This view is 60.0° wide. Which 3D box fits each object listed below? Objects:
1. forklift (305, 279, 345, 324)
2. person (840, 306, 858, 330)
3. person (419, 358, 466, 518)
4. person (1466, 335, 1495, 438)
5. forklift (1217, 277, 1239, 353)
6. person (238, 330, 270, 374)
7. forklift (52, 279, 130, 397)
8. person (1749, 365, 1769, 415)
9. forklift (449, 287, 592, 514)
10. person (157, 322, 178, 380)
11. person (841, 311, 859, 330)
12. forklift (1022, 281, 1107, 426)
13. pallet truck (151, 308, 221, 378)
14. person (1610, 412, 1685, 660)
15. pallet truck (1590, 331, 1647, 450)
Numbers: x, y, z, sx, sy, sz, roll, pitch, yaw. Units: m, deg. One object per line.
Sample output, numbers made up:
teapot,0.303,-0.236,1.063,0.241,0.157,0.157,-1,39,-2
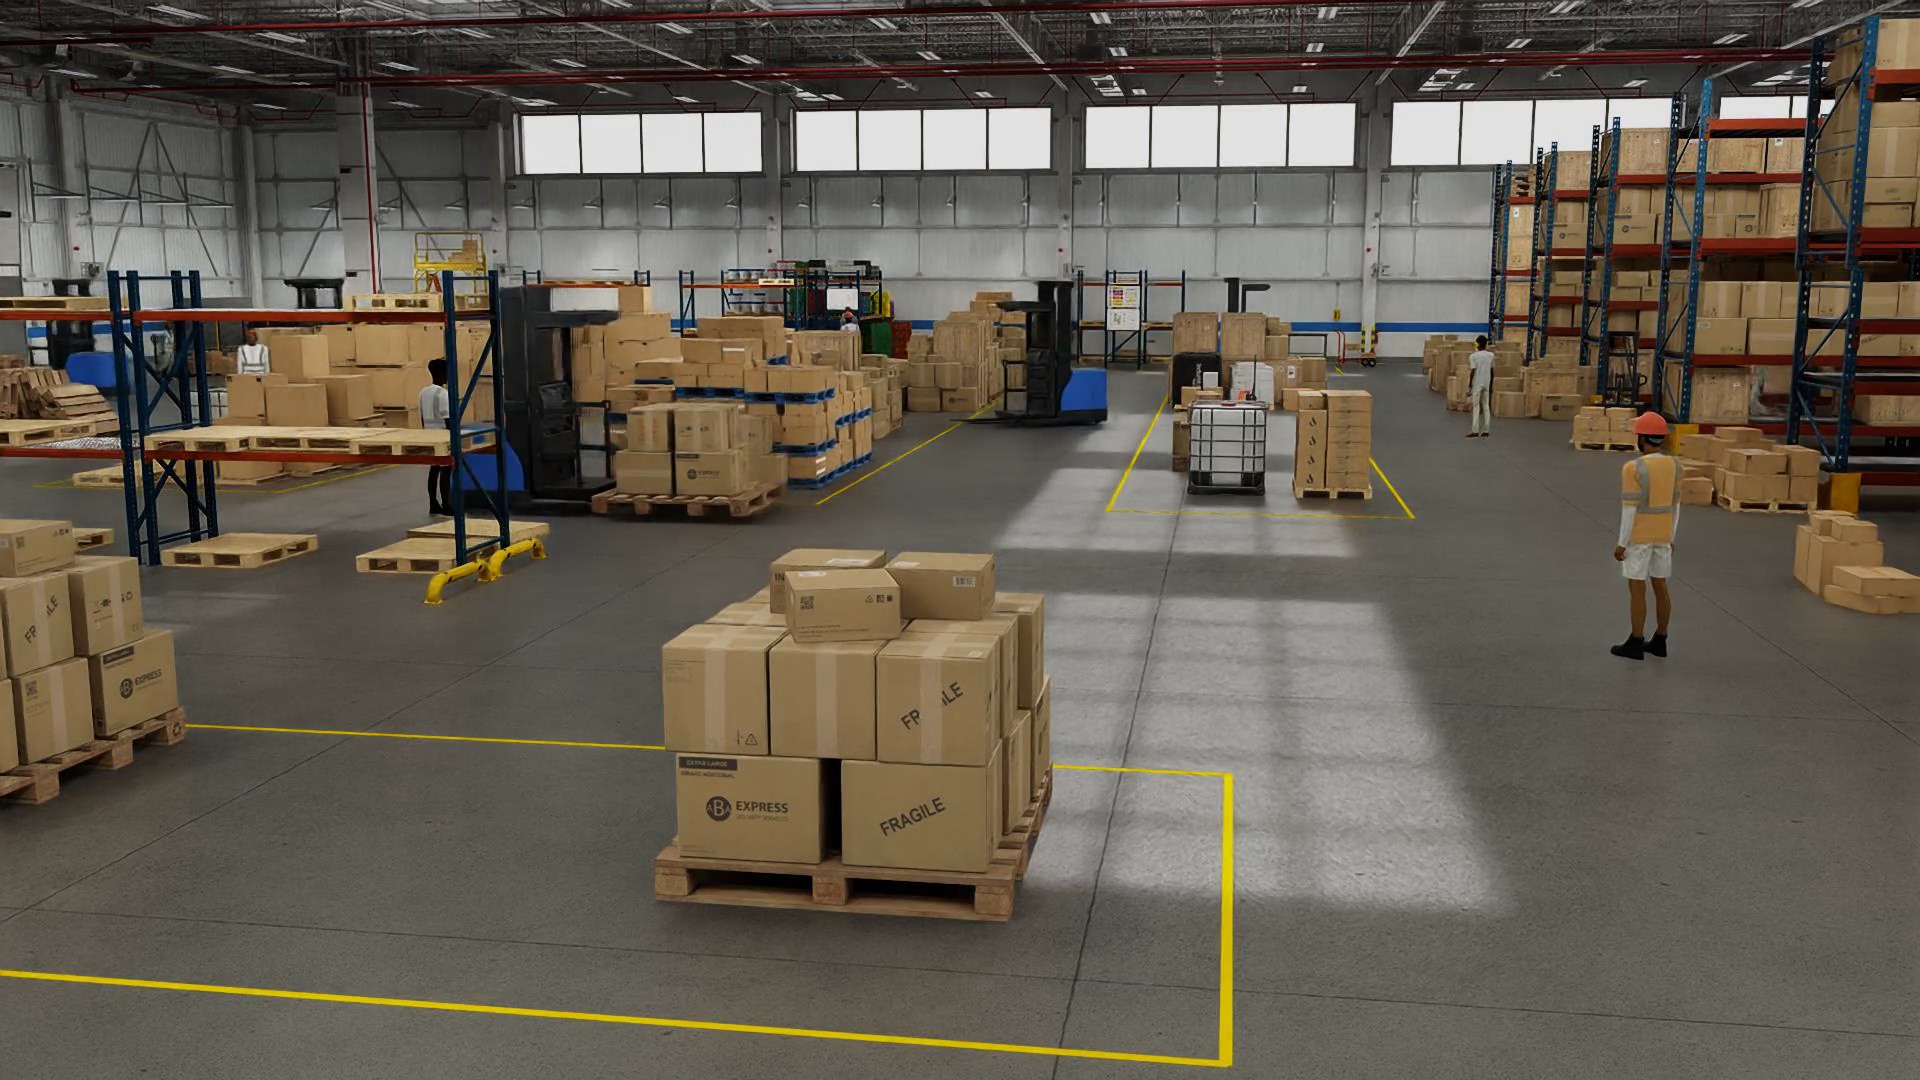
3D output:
forklift,-16.107,-5.258,42.345,1.129,2.768,1.873,1,9,6
person,-3.442,-6.261,51.458,0.631,1.931,0.366,-7,11,-36
person,-6.373,-1.247,20.415,0.613,1.965,0.361,8,12,41
person,9.440,-2.779,30.184,0.515,1.865,0.329,-2,9,-14
forklift,7.909,-6.232,48.349,1.873,2.768,1.129,1,9,9
person,-14.261,-3.325,33.613,0.583,1.854,0.914,-2,10,-15
forklift,-20.829,-4.752,39.222,1.873,2.768,1.129,1,9,9
person,15.458,-2.994,32.231,0.391,1.624,0.534,2,9,10
forklift,-5.438,-1.783,20.912,1.873,2.768,1.129,1,9,9
person,-21.982,-5.238,46.084,0.443,1.622,0.533,1,9,7
person,-2.985,-5.223,45.067,0.542,1.929,0.398,-6,11,-34
forklift,1.873,-3.688,32.657,1.873,2.768,1.129,-4,10,-24
pallet truck,-21.869,-5.598,47.154,0.823,1.965,1.885,4,10,26
person,5.355,-0.032,13.008,0.547,1.938,0.378,-3,10,-19
pallet truck,11.253,-2.573,28.499,0.823,1.965,1.885,5,10,27
